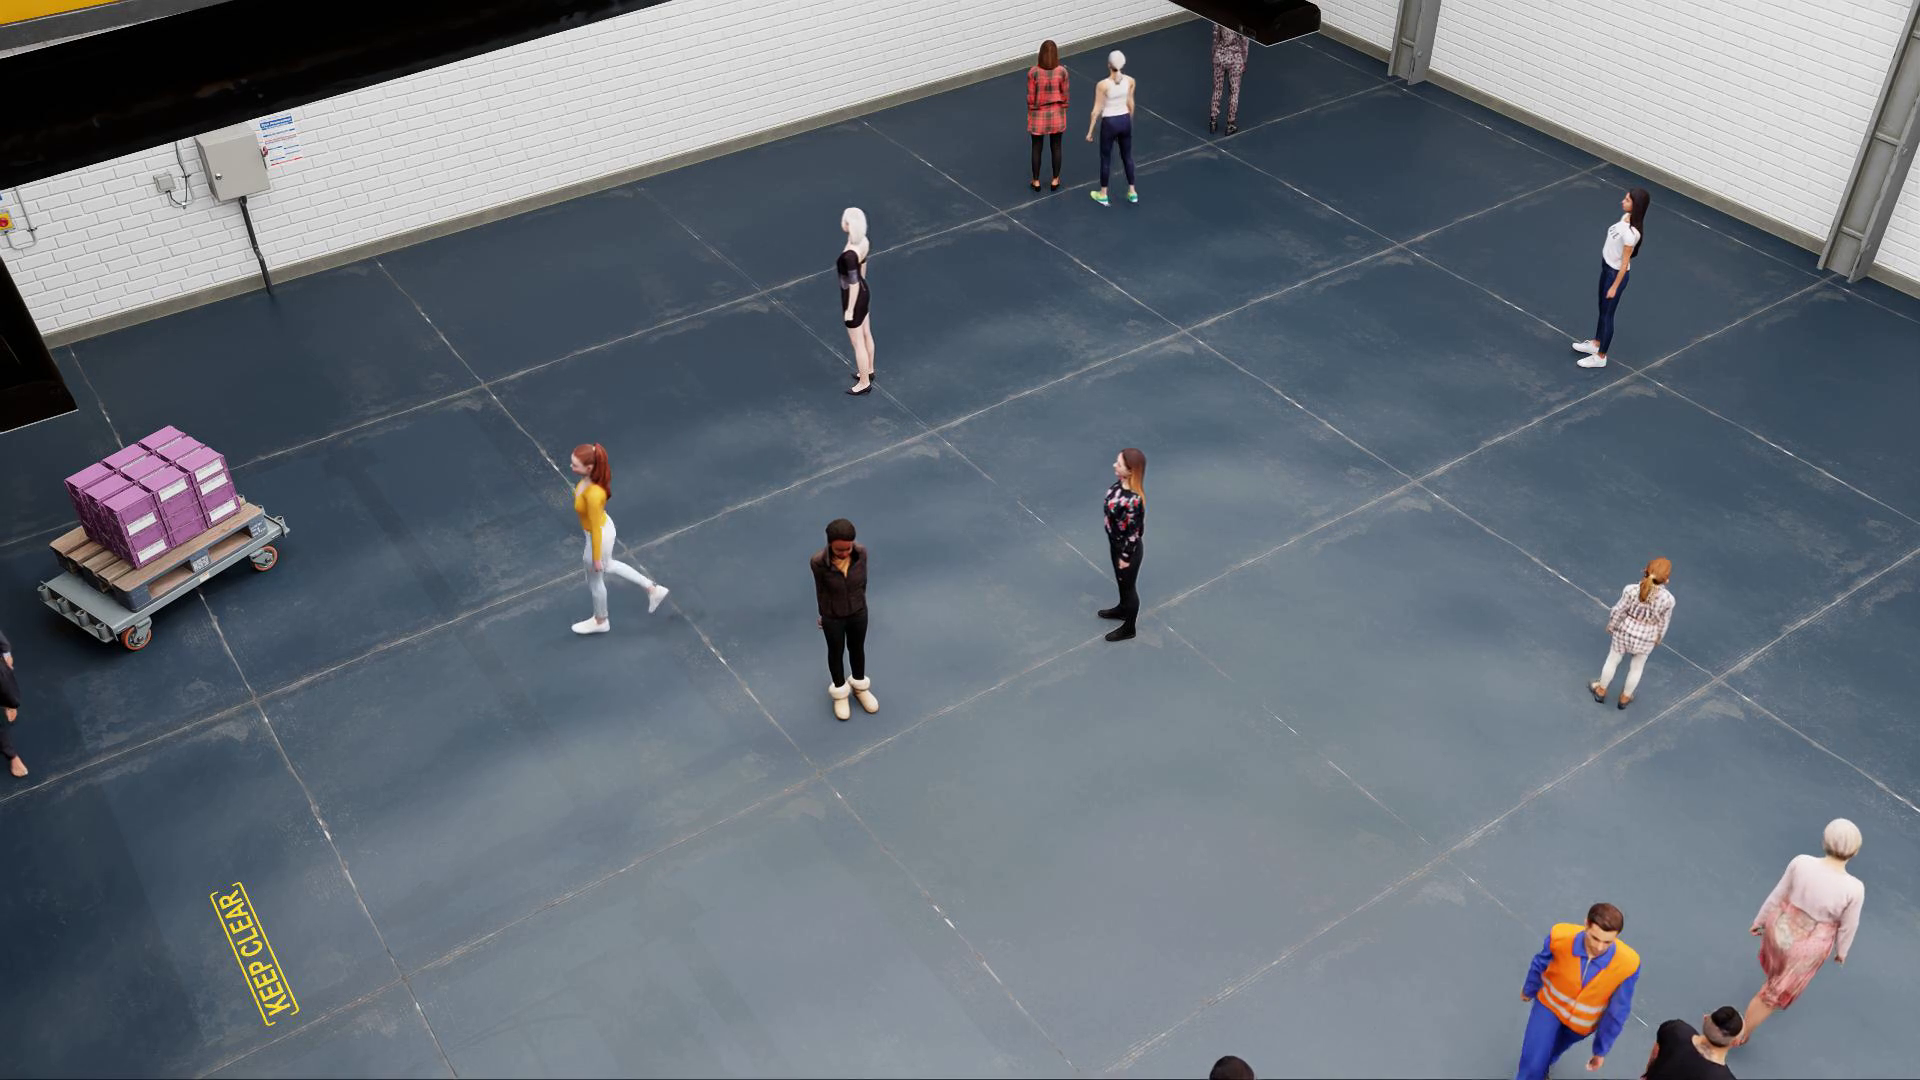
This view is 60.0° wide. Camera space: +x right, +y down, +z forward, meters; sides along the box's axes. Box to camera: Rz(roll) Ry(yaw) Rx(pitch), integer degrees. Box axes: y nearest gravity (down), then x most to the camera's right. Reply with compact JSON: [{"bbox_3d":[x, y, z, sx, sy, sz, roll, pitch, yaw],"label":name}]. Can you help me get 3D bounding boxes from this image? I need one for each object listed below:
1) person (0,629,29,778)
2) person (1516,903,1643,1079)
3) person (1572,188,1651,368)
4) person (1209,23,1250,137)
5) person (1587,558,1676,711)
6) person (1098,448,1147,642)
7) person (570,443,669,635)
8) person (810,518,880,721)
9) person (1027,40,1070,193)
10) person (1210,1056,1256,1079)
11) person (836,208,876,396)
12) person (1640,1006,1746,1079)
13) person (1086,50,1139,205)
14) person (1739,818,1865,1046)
[{"bbox_3d":[-6.692,0.804,11.254,0.646,1.709,0.932,-26,46,-29],"label":"person"},{"bbox_3d":[3.330,2.504,9.042,1.188,1.814,1.149,13,40,16],"label":"person"},{"bbox_3d":[5.993,-2.404,15.218,0.715,1.775,0.656,6,39,8],"label":"person"},{"bbox_3d":[3.089,-5.525,19.175,0.616,1.714,0.718,16,41,19],"label":"person"},{"bbox_3d":[4.777,0.651,11.769,0.566,1.305,0.675,13,40,16],"label":"person"},{"bbox_3d":[1.225,0.021,12.255,0.714,1.683,0.602,-3,39,-4],"label":"person"},{"bbox_3d":[-2.584,-0.013,12.256,0.927,1.735,1.015,-6,39,-7],"label":"person"},{"bbox_3d":[-0.821,0.498,11.676,0.657,1.661,0.606,-23,44,-26],"label":"person"},{"bbox_3d":[0.944,-4.595,18.018,0.701,1.704,0.726,-1,39,-1],"label":"person"},{"bbox_3d":[1.273,3.117,8.446,0.651,1.598,0.648,23,44,26],"label":"person"},{"bbox_3d":[-0.921,-2.129,14.830,0.705,1.830,0.656,8,39,10],"label":"person"},{"bbox_3d":[3.511,2.994,8.430,0.876,1.811,1.228,-16,41,-19],"label":"person"},{"bbox_3d":[1.686,-4.386,17.758,0.804,1.703,0.806,-17,42,-21],"label":"person"},{"bbox_3d":[4.708,2.308,9.419,0.795,1.649,1.011,-30,47,-32],"label":"person"}]
